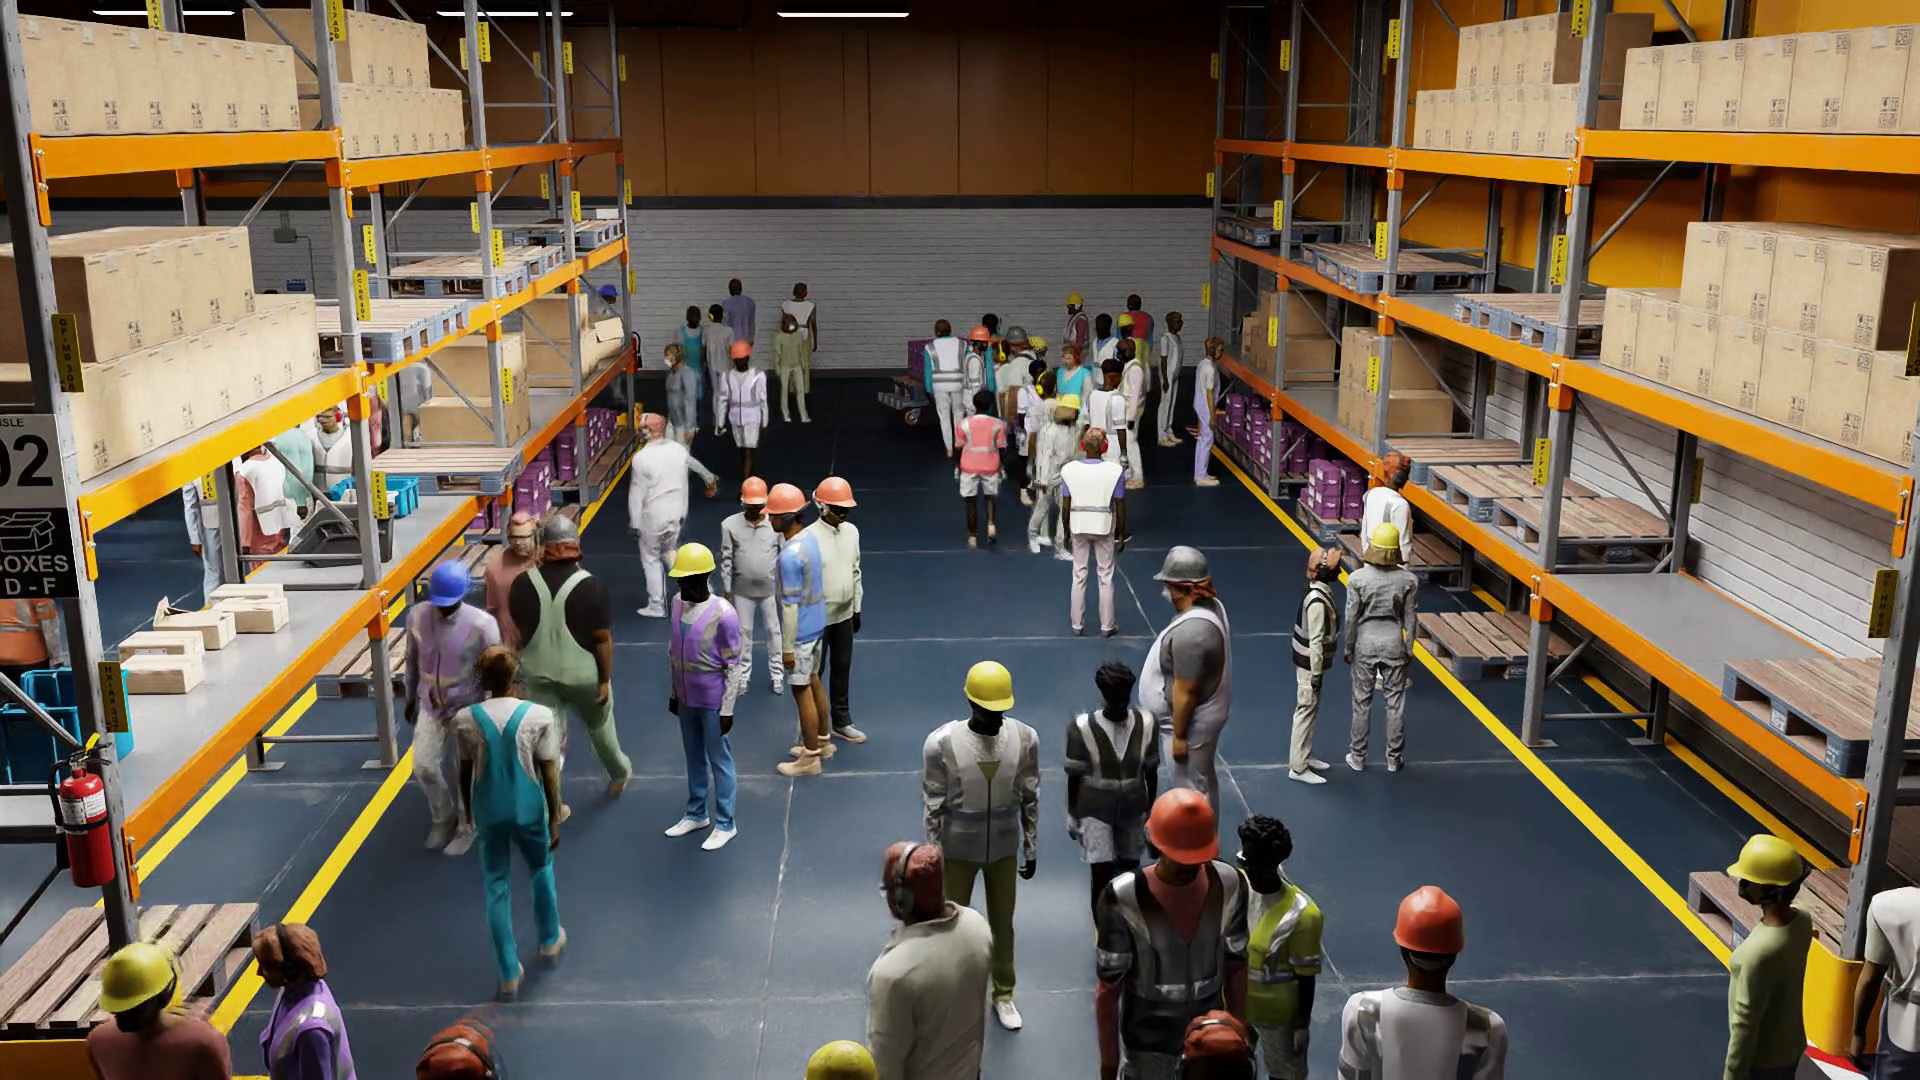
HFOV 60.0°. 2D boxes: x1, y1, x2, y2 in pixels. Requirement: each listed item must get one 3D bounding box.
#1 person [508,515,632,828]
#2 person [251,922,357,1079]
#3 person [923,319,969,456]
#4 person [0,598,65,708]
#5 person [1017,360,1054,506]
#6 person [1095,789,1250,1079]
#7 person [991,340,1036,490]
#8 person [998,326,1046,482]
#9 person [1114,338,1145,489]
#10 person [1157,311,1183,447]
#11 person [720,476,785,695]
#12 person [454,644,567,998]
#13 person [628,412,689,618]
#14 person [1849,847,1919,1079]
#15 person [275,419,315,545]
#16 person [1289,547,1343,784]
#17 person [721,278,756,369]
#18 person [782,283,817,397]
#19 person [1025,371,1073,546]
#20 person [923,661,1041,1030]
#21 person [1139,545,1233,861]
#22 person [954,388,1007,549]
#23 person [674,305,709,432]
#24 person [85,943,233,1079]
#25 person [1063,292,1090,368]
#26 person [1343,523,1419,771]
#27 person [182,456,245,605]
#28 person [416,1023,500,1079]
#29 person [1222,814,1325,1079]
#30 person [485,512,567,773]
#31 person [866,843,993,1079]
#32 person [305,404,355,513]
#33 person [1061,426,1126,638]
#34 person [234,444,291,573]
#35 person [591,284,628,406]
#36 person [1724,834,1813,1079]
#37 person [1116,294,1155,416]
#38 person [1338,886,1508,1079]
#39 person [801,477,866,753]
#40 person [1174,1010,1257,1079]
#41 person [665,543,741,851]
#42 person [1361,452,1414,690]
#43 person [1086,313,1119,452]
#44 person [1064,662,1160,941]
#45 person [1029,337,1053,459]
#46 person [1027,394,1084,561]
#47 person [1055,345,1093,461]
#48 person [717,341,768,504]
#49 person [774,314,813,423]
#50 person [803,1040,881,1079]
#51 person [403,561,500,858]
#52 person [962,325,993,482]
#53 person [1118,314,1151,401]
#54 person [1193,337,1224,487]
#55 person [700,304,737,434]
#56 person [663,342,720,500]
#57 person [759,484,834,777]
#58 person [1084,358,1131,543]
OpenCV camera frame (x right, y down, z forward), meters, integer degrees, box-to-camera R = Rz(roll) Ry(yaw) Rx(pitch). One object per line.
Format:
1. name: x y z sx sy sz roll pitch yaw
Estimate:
1. person: -2.493 0.769 10.700 0.681 2.000 0.978 1 14 5
2. person: -2.363 2.151 6.095 0.318 1.631 0.524 -8 16 -28
3. person: -0.179 -2.022 22.095 0.645 1.818 0.465 -2 14 -10
4. person: -6.232 0.740 11.041 0.594 1.924 0.382 1 14 4
5. person: 0.891 -1.253 19.323 0.531 1.698 0.320 -10 18 -35
6. person: 0.815 1.888 6.341 0.611 2.030 0.410 -4 15 -14
7. person: 0.639 -1.519 20.148 0.961 1.820 0.527 14 20 43
8. person: 0.756 -1.648 20.188 1.042 2.000 0.700 5 15 20
9. person: 2.020 -1.539 20.196 0.430 1.836 0.625 -2 14 -8
10. person: 2.891 -2.204 22.761 0.344 1.847 0.504 7 16 27
11. person: -1.575 0.356 12.911 0.566 1.744 0.350 -1 14 -3
12. person: -2.331 1.403 8.657 0.510 1.810 0.755 -2 14 -9
13. person: -2.668 -0.209 14.869 0.489 1.881 0.649 10 17 33
14. person: 3.776 1.952 6.466 0.562 1.836 0.393 5 15 18
15. person: -6.147 -0.402 15.503 0.371 1.940 0.630 -5 15 -20
16. person: 2.402 0.838 11.253 0.317 1.629 0.508 3 15 12
17. person: -3.520 -3.185 26.436 0.626 1.934 0.373 -12 19 -40
18. person: -2.582 -3.210 26.737 0.580 1.832 0.399 2 14 8
19. person: 0.974 -0.822 17.340 0.571 1.848 0.536 -8 16 -30
20. person: 0.115 1.495 8.101 0.592 1.918 0.396 -3 15 -13
21. person: 1.318 1.006 9.769 0.538 2.000 0.691 5 15 20
22. person: 0.208 -0.741 17.325 0.546 1.677 0.355 -2 14 -8
23. person: -3.890 -2.481 23.902 0.563 1.820 0.583 -10 17 -33
24. person: -2.746 2.179 5.806 0.526 1.719 0.899 -1 14 -4
25. person: 1.775 -2.877 25.449 0.403 1.824 0.594 -1 14 -5
26. person: 2.872 0.735 11.426 0.487 1.744 0.314 2 14 7
27. person: -6.403 -0.094 14.364 0.411 1.906 0.602 8 16 28
28. person: -1.402 2.270 5.170 0.613 1.863 0.767 1 14 4
29. person: 1.244 1.922 6.877 0.320 1.691 0.536 -13 19 -42
30. person: -2.852 0.759 11.079 0.648 1.878 0.846 -1 14 -3
31. person: -0.143 2.009 6.139 0.397 1.895 0.683 9 17 32
32. person: -5.917 -0.430 15.818 0.563 1.840 0.395 1 14 3
33. person: 1.143 -0.057 14.331 0.565 1.846 0.390 3 15 13
34. person: -5.949 -0.062 14.239 0.411 1.906 0.602 2 14 9
35. person: -5.507 -2.998 25.742 0.788 1.923 0.612 -8 17 -30
36. person: 3.106 1.983 6.505 0.530 1.761 0.339 -13 20 -42
37. person: 2.601 -2.767 24.999 0.637 1.836 0.430 -6 16 -23
38. person: 1.557 2.103 5.695 0.543 1.929 0.386 5 15 20
39. person: -0.909 0.523 11.784 0.407 1.986 0.617 13 19 41
40. person: 0.755 2.287 5.079 0.582 1.877 0.354 1 14 5
41. person: -1.589 0.950 10.217 0.585 1.927 0.366 12 18 39
42. person: 3.366 0.238 13.094 0.356 1.887 0.573 -5 15 -18
43. person: 1.935 -2.035 21.957 0.373 1.914 0.597 -8 16 -29
44. person: 0.794 1.412 8.929 0.537 1.670 0.620 -3 15 -13
45. person: 0.962 -1.652 20.749 0.315 1.769 0.524 10 17 34
46. person: 0.941 -0.662 17.003 0.588 1.697 0.721 -14 20 -43
47. person: 1.391 -1.460 19.977 0.980 1.787 0.615 -9 17 -33
48. person: -2.556 -1.412 19.587 0.565 1.884 1.018 3 15 12
49. person: -2.442 -2.494 24.363 0.531 1.599 0.783 -8 16 -28
50. person: -0.372 2.341 5.145 0.322 1.737 0.484 2 14 8
51. person: -3.066 1.021 9.987 0.687 1.900 0.488 3 15 12
52. person: 0.221 -1.684 20.554 0.387 1.929 0.546 -1 14 -2
53. person: 2.228 -2.086 22.249 0.591 1.867 1.005 -4 15 -17
54. person: 3.026 -1.564 20.276 0.348 1.836 0.517 -1 14 -3
55. person: -3.402 -2.449 23.729 0.545 1.836 0.658 3 15 11
56. person: -3.168 -1.328 19.178 0.623 1.919 0.640 -9 17 -33
57. person: -1.134 0.612 11.352 0.434 2.033 0.609 2 14 9
58. person: 1.571 -0.951 17.614 0.381 1.958 0.602 -11 18 -36
